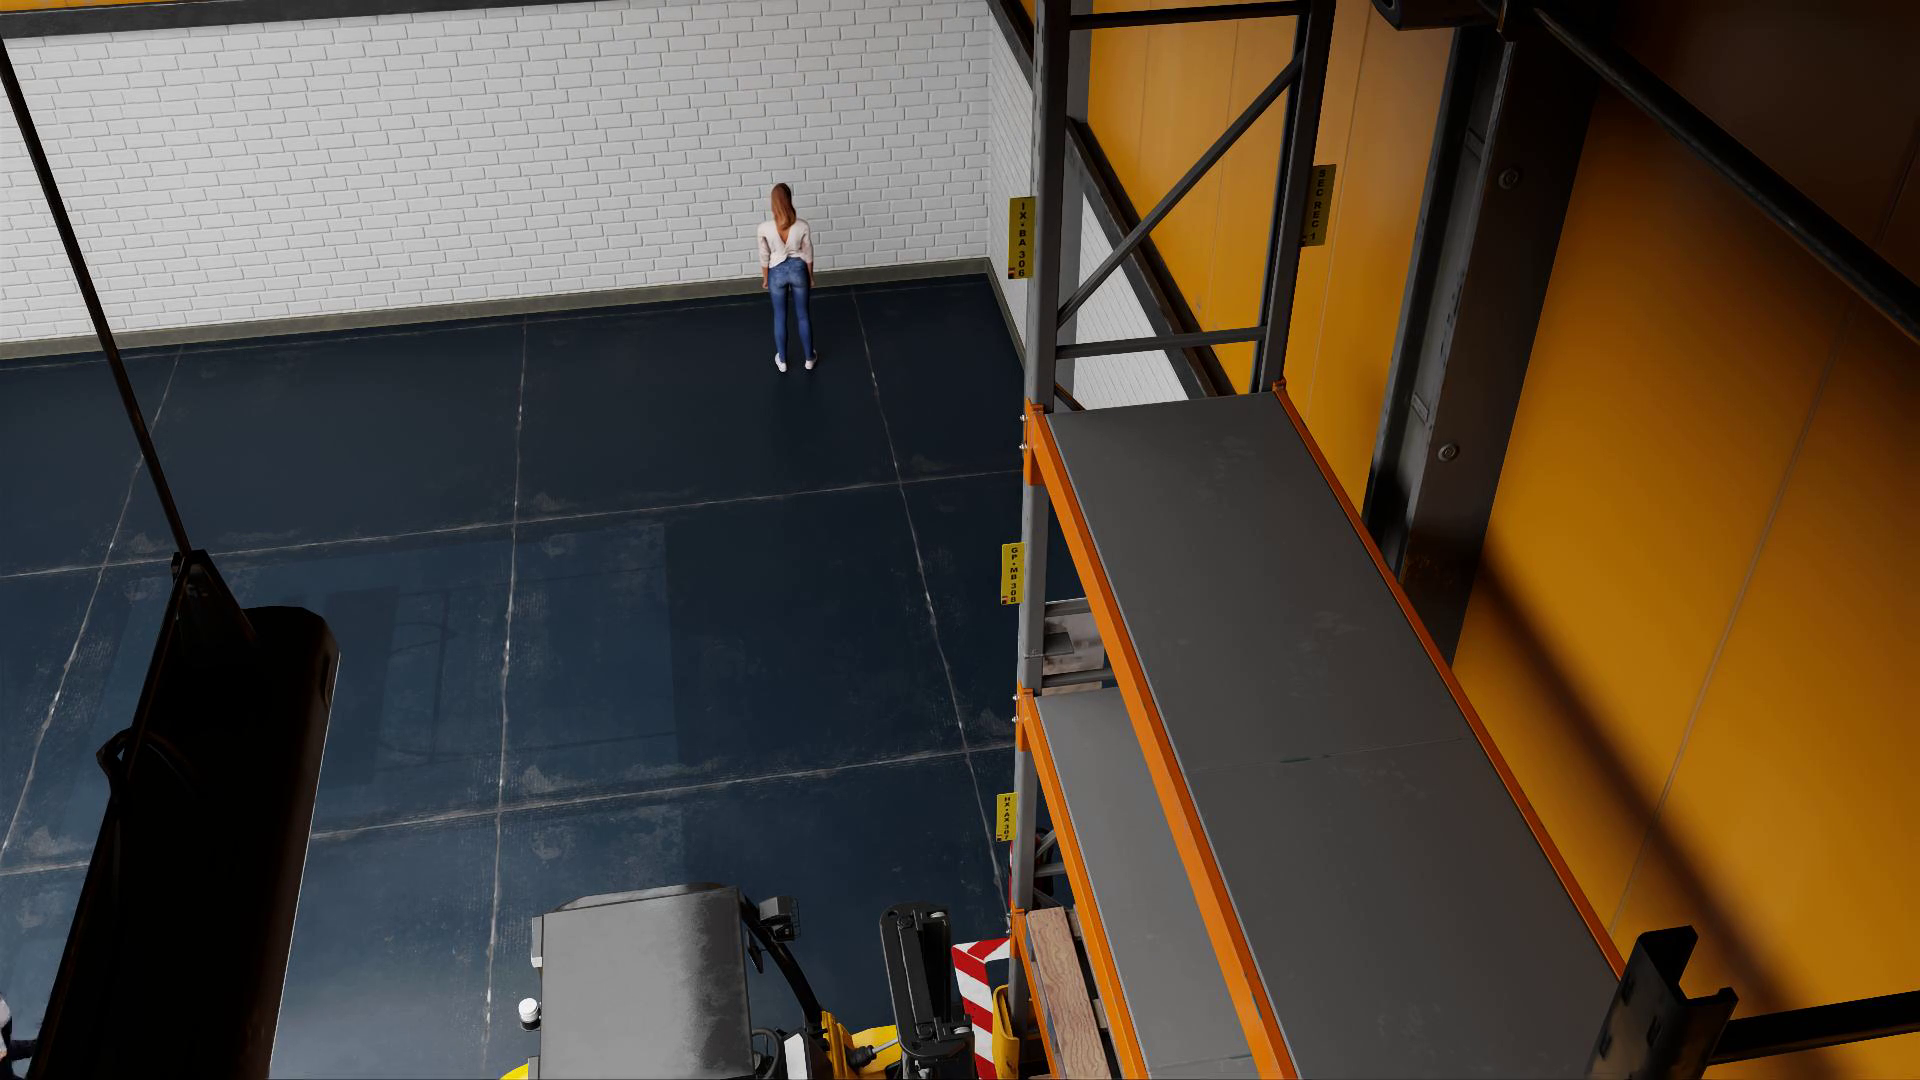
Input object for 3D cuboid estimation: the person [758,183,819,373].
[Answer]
[{"bbox_3d":[-1.444,-2.210,14.017,0.614,1.733,0.538,-4,39,-5],"label":"person"}]
